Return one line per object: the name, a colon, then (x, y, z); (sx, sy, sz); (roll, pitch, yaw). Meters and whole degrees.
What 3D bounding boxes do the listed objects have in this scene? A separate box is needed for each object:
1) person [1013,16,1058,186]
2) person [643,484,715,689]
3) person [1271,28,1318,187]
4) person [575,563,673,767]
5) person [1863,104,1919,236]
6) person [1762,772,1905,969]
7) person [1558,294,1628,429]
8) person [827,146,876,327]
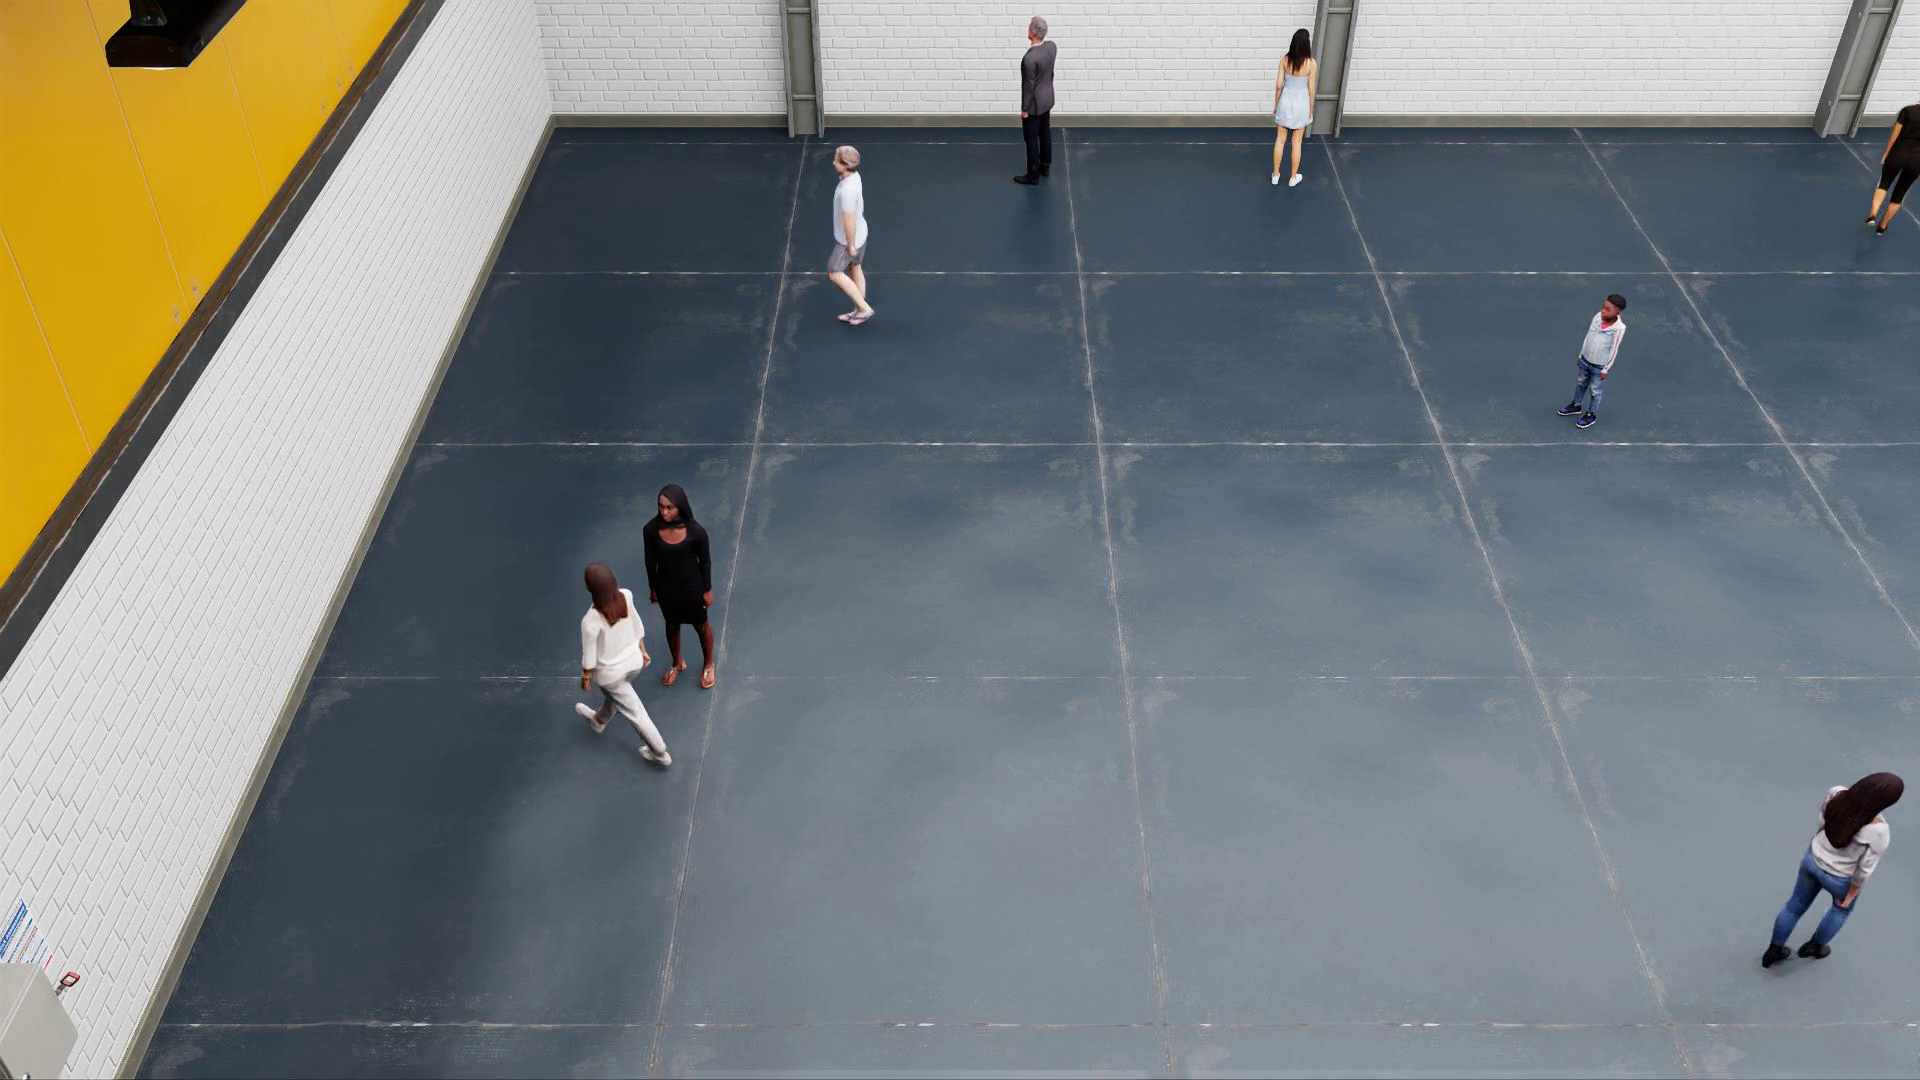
person: (0.828, -4.744, 17.931); (0.818, 1.842, 0.807); (22, 44, 25)
person: (-1.950, 0.331, 11.673); (0.470, 1.720, 0.698); (5, 39, 6)
person: (3.584, -4.667, 17.925); (0.574, 1.729, 0.713); (12, 40, 15)
person: (-2.218, 0.868, 11.061); (1.168, 1.645, 0.964); (19, 42, 22)
person: (9.649, -3.862, 16.972); (0.712, 1.660, 0.779); (24, 44, 27)
person: (5.022, 1.965, 9.712); (0.808, 1.614, 0.760); (-19, 42, -22)
person: (5.542, -1.583, 14.438); (0.600, 1.261, 0.559); (-18, 42, -21)
person: (-0.943, -2.822, 15.541); (0.698, 1.820, 0.694); (4, 39, 5)
